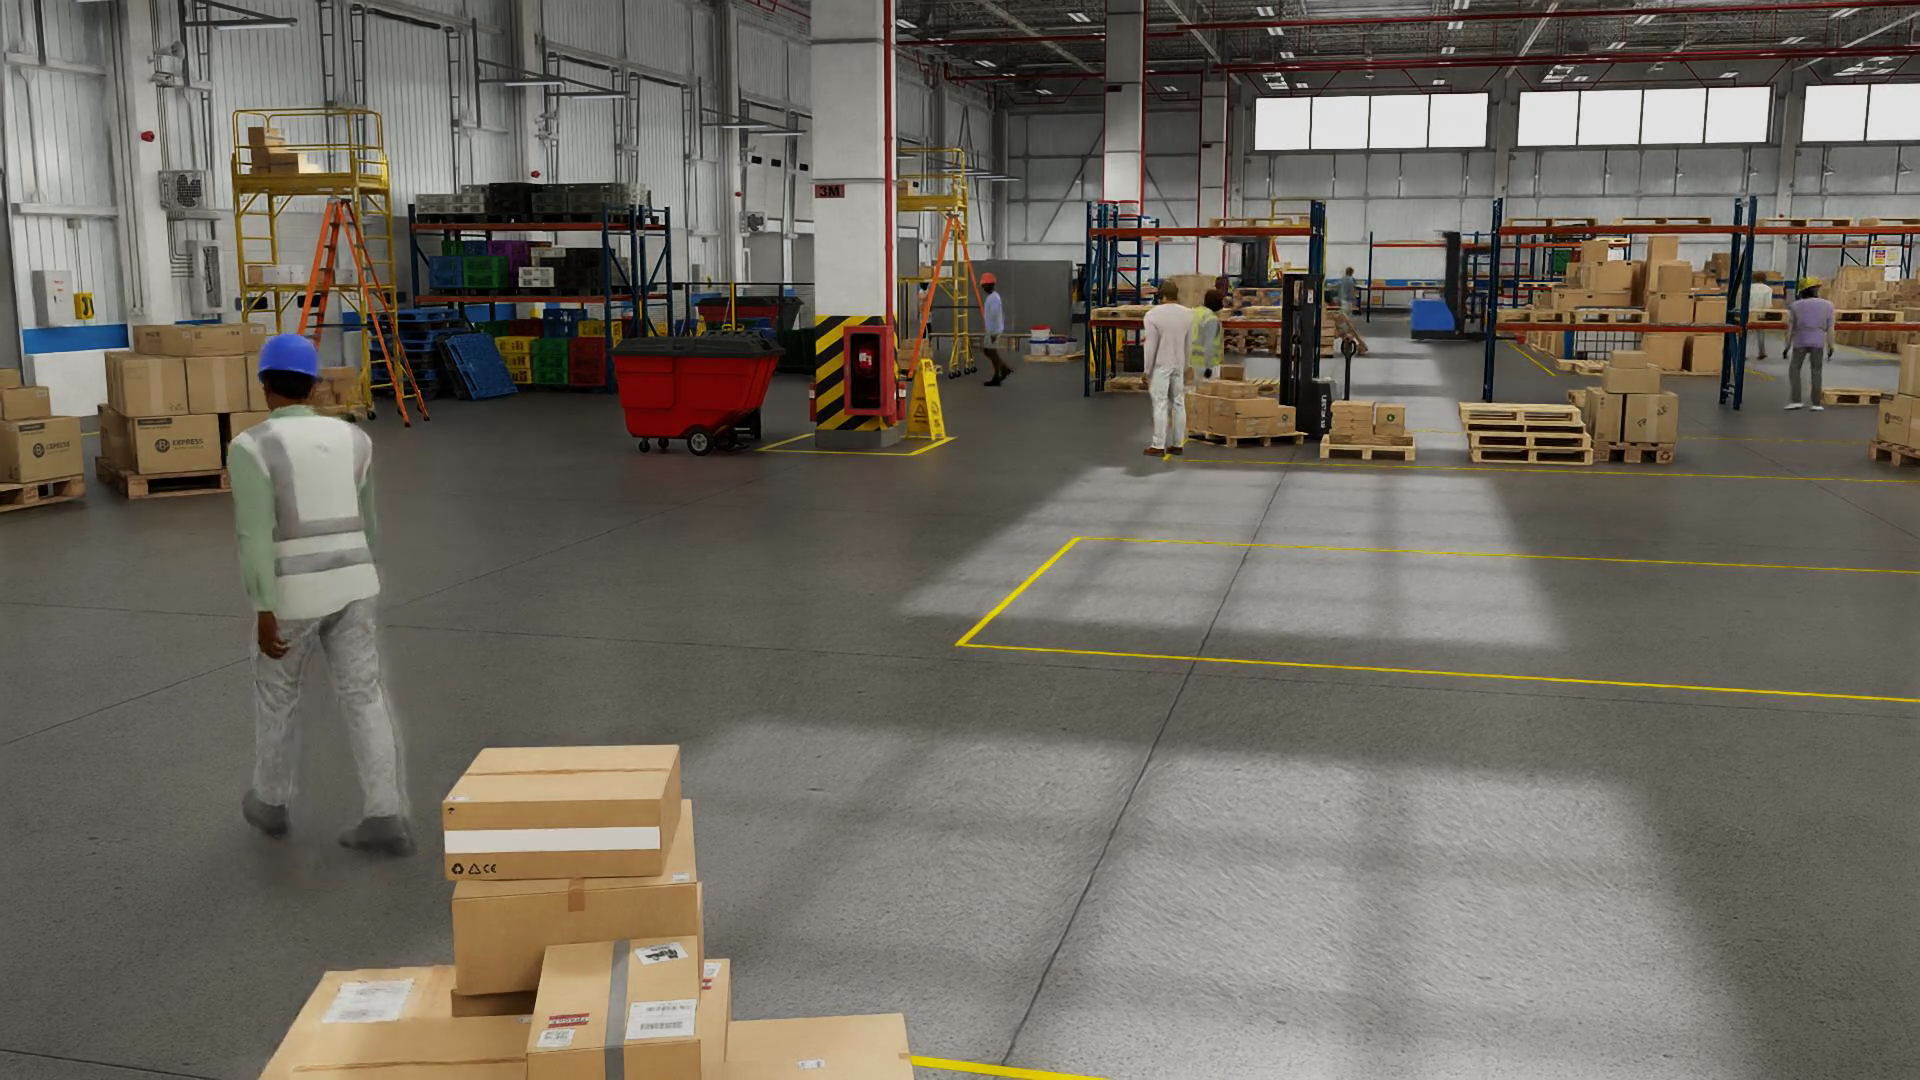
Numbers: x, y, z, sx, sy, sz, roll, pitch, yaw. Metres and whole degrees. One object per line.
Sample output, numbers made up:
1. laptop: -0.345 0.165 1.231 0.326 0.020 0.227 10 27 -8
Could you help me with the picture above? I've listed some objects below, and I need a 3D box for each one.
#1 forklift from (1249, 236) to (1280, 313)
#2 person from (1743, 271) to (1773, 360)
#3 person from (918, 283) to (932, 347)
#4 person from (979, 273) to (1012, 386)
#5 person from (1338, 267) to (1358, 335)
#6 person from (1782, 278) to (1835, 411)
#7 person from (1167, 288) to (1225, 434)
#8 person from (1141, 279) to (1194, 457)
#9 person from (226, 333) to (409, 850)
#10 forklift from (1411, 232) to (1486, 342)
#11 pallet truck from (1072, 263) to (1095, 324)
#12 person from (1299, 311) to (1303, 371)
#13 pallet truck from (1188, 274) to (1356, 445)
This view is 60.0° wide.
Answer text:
1. forklift: 9.162 -7.896 50.894 1.873 2.768 1.129 -2 10 -12
2. person: 16.891 -4.753 35.309 0.998 1.896 0.641 -8 13 -41
3. person: -0.853 -5.580 40.734 0.322 1.697 0.532 -7 12 -37
4. person: 0.567 -3.560 28.173 0.524 1.921 0.560 -2 10 -10
5. person: 10.873 -6.637 46.314 0.775 1.910 0.642 -2 10 -9
6. person: 12.118 -2.778 23.715 0.683 1.894 0.390 3 10 16
7. person: 2.944 -2.175 20.352 0.634 1.819 0.634 -2 10 -14
8. person: 2.260 -1.877 18.228 0.631 1.940 0.372 -5 11 -29
9. person: -2.406 0.194 6.147 0.937 1.888 0.637 7 12 36
10. forklift: 12.677 -6.549 42.961 1.873 2.768 1.129 2 10 14
11. pallet truck: 4.325 -8.180 55.162 0.823 1.965 1.885 6 11 31
12. person: 6.712 -4.099 31.904 0.485 1.738 0.320 -8 13 -40
13. pallet truck: 3.653 -2.138 19.590 1.885 1.965 0.823 -4 10 -20
